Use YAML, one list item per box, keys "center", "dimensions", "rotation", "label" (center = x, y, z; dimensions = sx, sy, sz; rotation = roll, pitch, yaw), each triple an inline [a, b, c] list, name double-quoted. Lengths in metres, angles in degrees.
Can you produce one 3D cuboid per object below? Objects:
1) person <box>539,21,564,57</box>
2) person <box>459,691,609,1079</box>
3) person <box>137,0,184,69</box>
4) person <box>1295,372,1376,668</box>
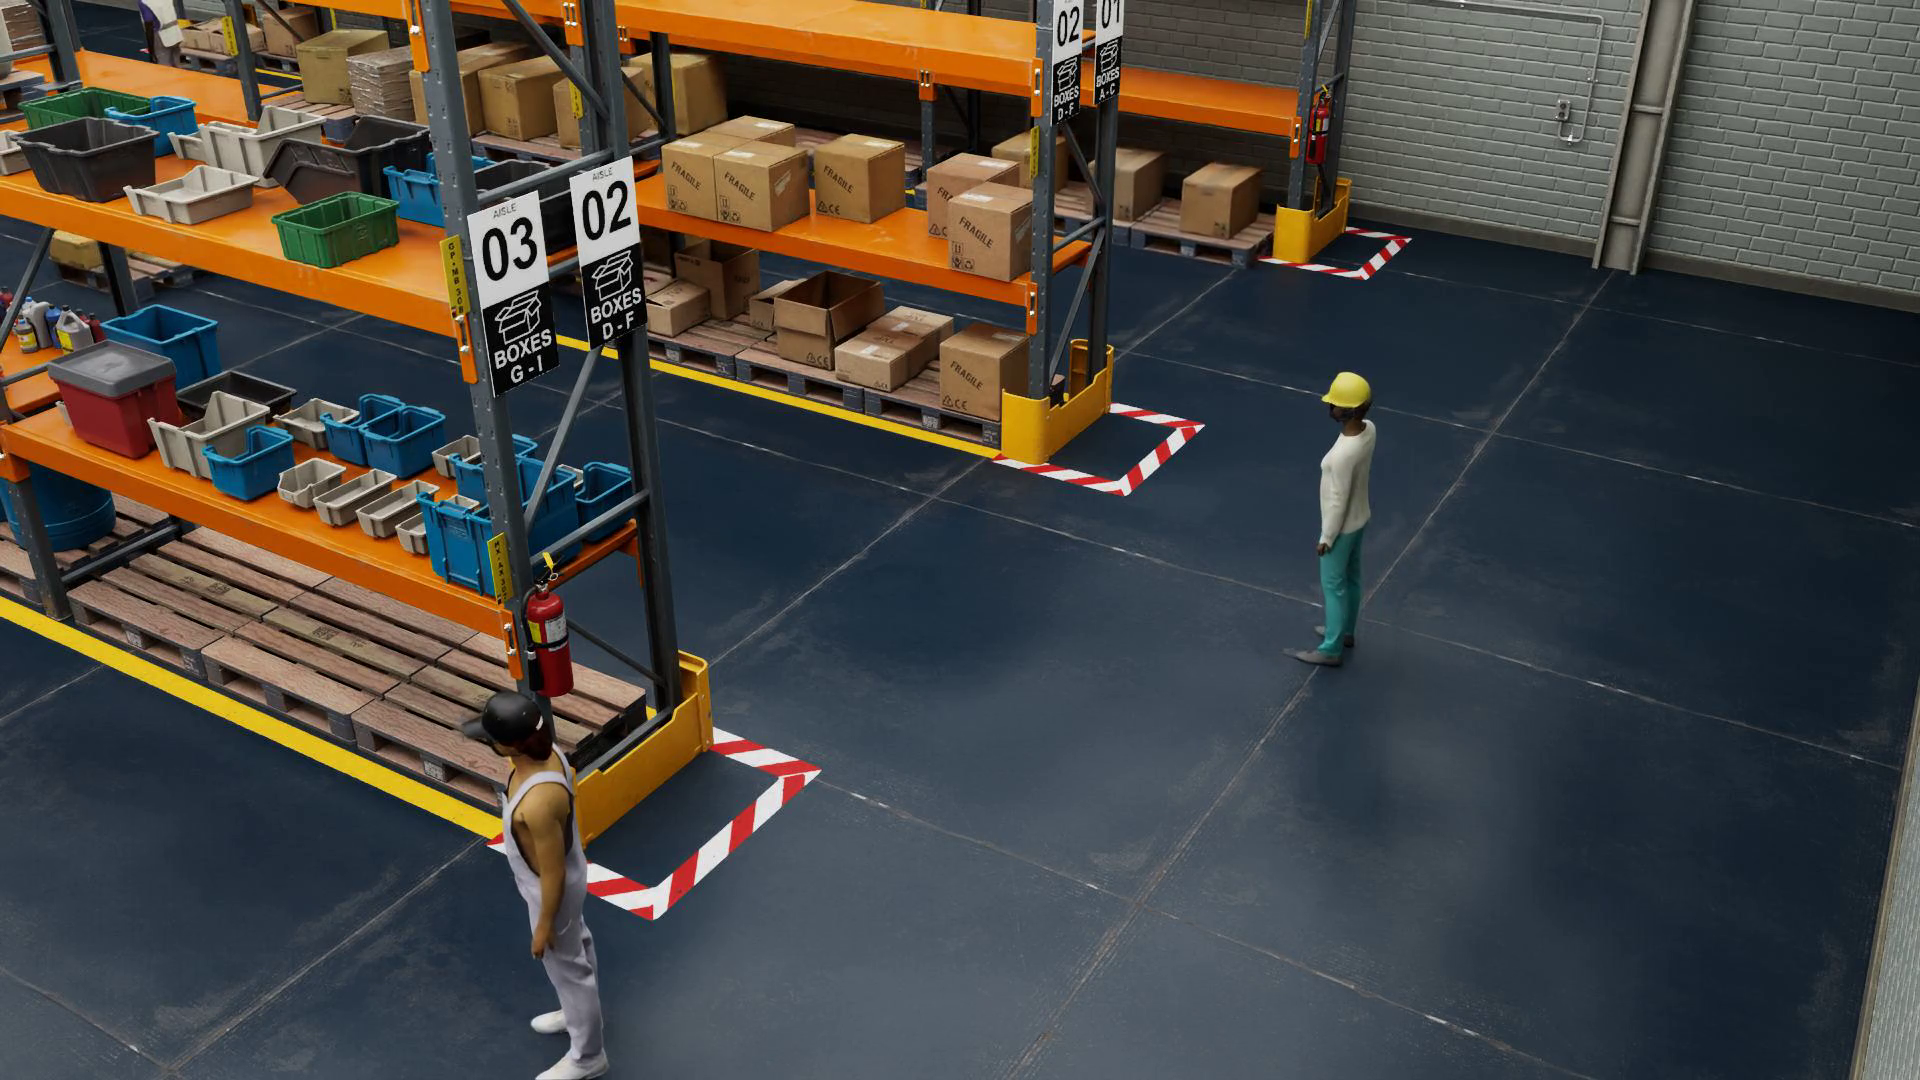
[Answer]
- center: [-4.146, -4.503, 17.245]
  dimensions: [0.322, 1.696, 0.534]
  rotation: [-9, 30, -15]
  label: "person"
- center: [-1.660, 1.370, 6.544]
  dimensions: [0.386, 1.859, 0.518]
  rotation: [-6, 30, -10]
  label: "person"
- center: [-9.238, -5.744, 19.332]
  dimensions: [0.396, 1.838, 0.567]
  rotation: [4, 29, 7]
  label: "person"
- center: [2.110, -0.112, 9.298]
  dimensions: [0.328, 1.764, 0.532]
  rotation: [16, 33, 26]
  label: "person"
